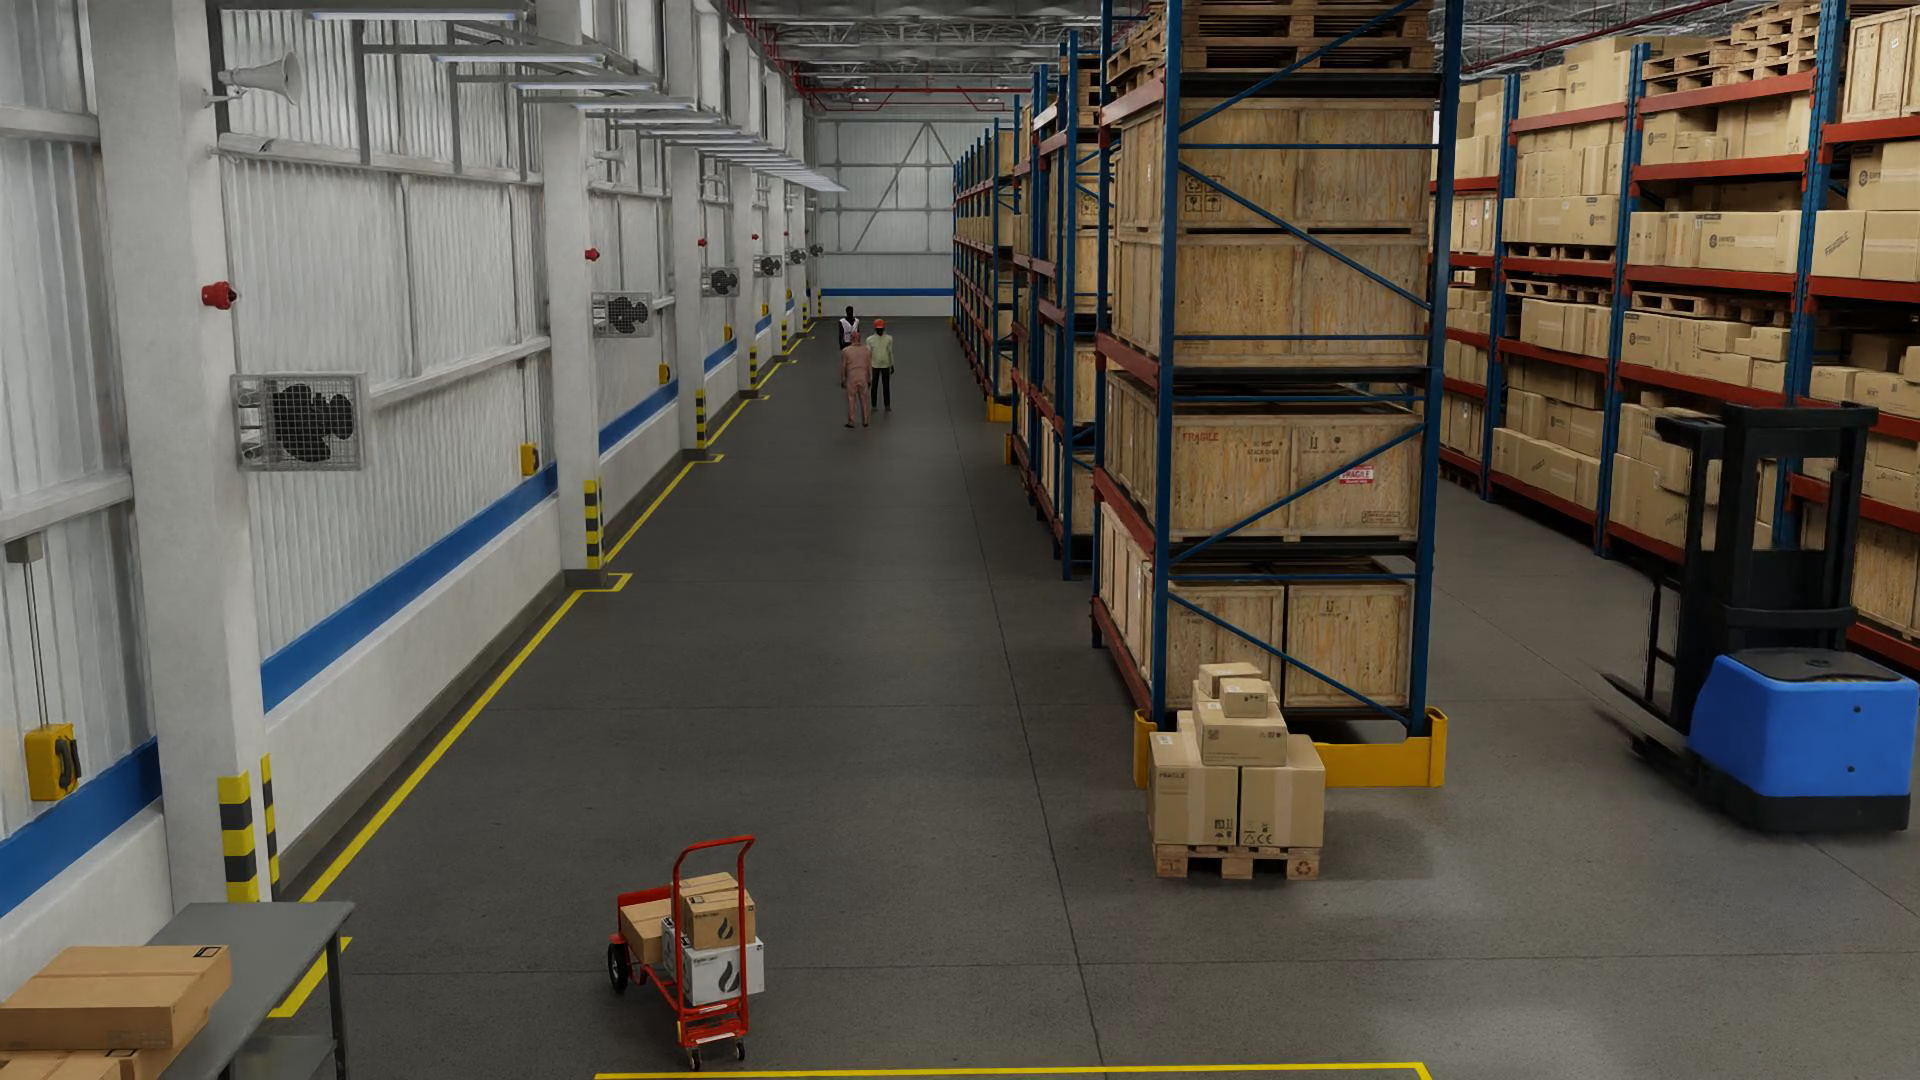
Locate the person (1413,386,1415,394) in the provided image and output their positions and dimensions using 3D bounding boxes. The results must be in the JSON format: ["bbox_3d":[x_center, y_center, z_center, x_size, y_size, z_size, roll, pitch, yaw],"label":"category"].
[{"bbox_3d":[10.565,-4.279,38.908,0.641,1.819,0.398,3,11,15],"label":"person"}]

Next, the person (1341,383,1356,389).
[{"bbox_3d":[7.407,-2.989,31.670,0.874,2.017,0.617,-5,12,-26],"label":"person"}]

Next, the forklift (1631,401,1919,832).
[{"bbox_3d":[5.745,0.429,11.619,1.129,2.768,1.873,0,11,-2],"label":"forklift"}]

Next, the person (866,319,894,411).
[{"bbox_3d":[-1.711,-3.747,35.687,0.616,1.987,0.407,-3,11,-13],"label":"person"}]

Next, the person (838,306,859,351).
[{"bbox_3d":[-2.838,-5.022,42.517,0.591,1.910,0.388,-8,14,-36],"label":"person"}]

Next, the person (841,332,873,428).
[{"bbox_3d":[-2.051,-3.176,32.973,0.661,1.894,0.411,-5,12,-25],"label":"person"}]
